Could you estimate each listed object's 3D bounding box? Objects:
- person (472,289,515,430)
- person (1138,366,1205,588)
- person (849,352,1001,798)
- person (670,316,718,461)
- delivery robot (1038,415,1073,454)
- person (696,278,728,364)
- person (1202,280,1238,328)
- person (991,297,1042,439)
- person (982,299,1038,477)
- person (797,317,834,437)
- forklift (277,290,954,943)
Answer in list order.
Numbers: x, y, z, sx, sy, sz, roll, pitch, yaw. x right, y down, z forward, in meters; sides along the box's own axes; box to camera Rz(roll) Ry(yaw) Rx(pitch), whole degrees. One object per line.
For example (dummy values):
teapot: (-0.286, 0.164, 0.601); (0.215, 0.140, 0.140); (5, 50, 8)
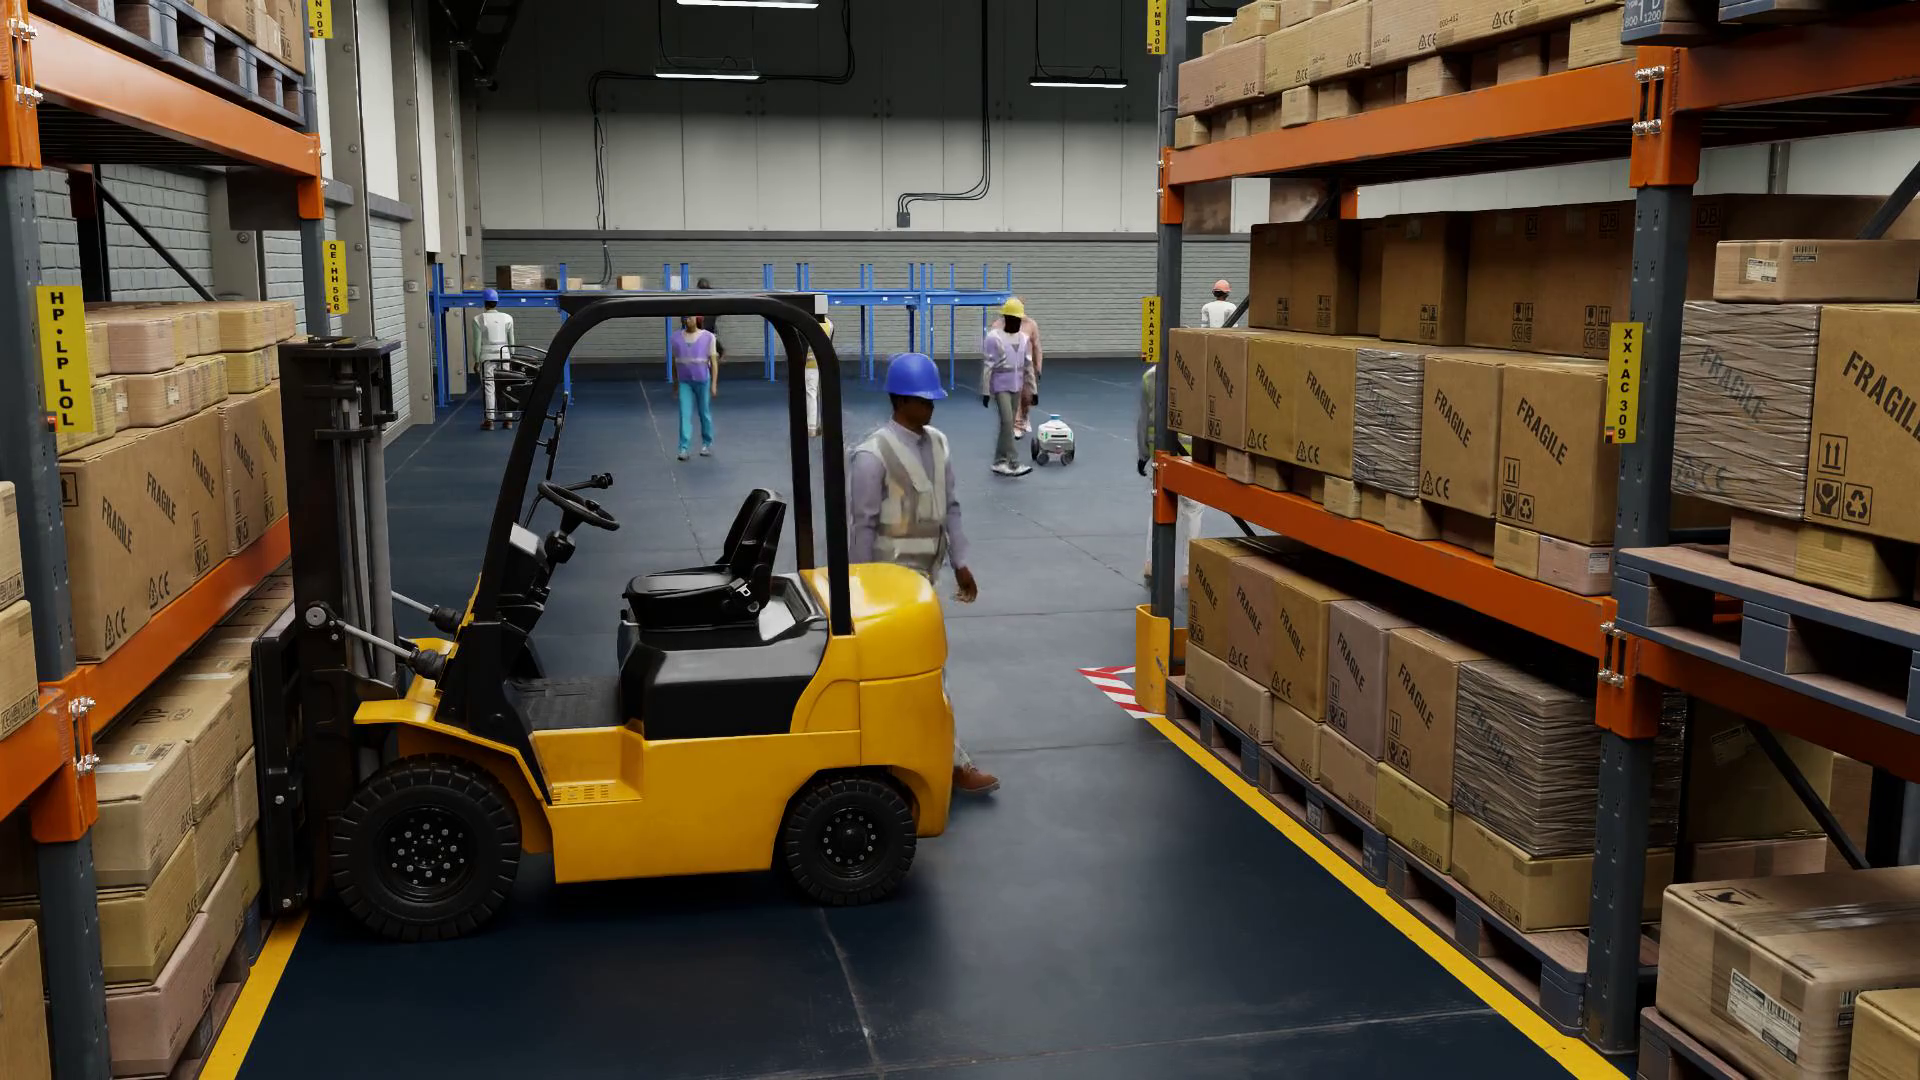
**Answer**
person: (-6.486, -2.513, 23.147); (0.605, 1.948, 0.385); (-7, 12, -38)
person: (1.576, -0.585, 11.831); (0.651, 1.819, 0.433); (5, 10, 26)
person: (-0.291, 0.121, 7.305); (1.017, 1.902, 0.602); (5, 11, 28)
person: (-3.137, -1.865, 19.667); (0.583, 1.801, 0.960); (1, 9, 5)
delivery robot: (1.105, -1.209, 19.281); (0.477, 0.478, 0.707); (-1, 9, -4)
person: (-5.779, -4.985, 38.062); (0.829, 2.000, 0.690); (4, 10, 25)
person: (4.182, -3.149, 26.735); (0.607, 2.044, 0.378); (5, 11, 30)
person: (0.741, -2.294, 22.098); (0.688, 1.870, 0.815); (0, 9, -3)
person: (0.600, -1.622, 17.858); (0.613, 1.893, 0.799); (-8, 12, -40)
person: (-1.969, -2.317, 22.270); (0.429, 1.846, 0.629); (7, 11, 36)
forklift: (-1.179, 0.175, 6.143); (2.313, 2.155, 1.214); (-2, 10, -12)
